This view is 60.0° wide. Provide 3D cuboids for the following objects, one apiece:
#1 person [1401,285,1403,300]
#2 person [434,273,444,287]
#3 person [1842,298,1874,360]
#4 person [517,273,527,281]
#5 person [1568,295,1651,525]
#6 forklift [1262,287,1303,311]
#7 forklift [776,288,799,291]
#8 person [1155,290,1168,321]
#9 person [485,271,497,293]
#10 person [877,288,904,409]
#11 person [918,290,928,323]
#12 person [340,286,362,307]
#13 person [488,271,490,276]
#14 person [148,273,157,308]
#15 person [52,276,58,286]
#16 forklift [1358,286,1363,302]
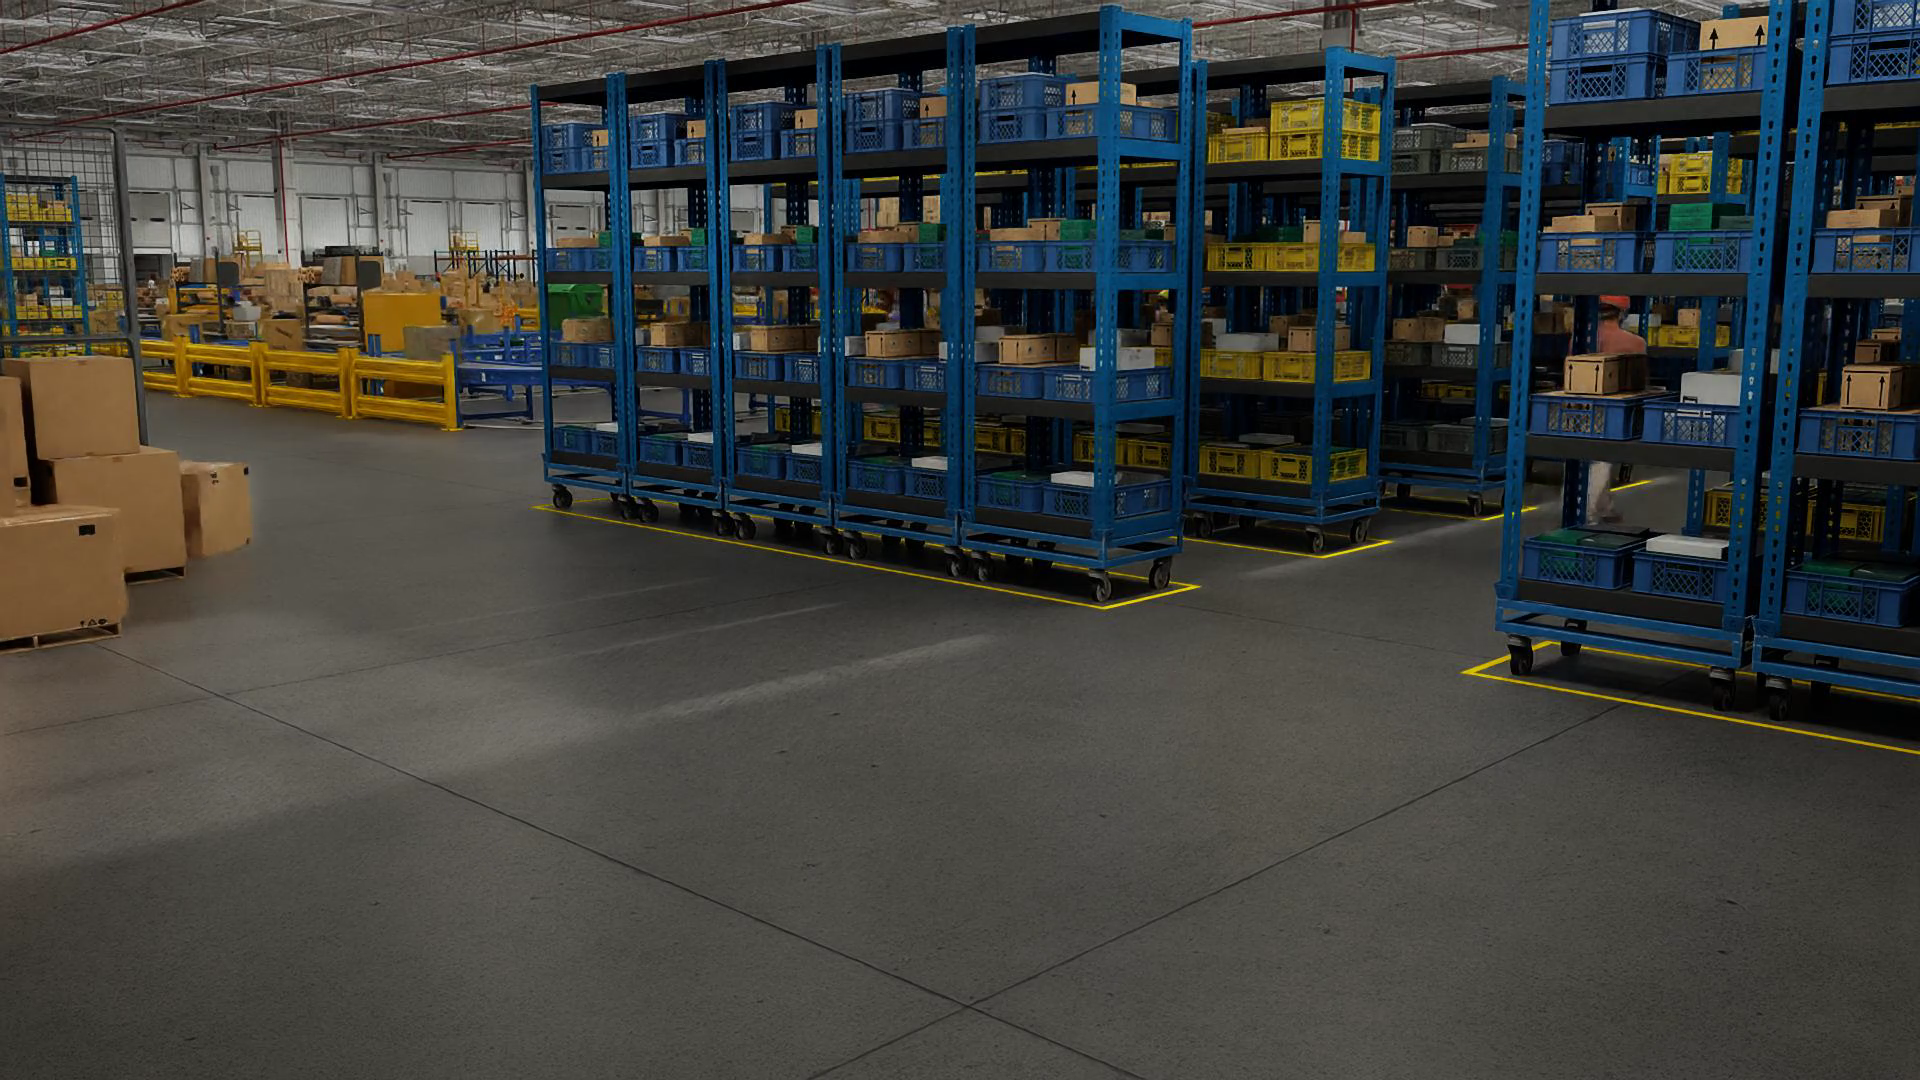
[{"bbox_3d":[7.884,-3.628,29.451,0.546,1.809,0.596,-9,13,-44],"label":"person"},{"bbox_3d":[-19.442,-9.031,62.291,0.600,1.930,0.550,-8,12,-39],"label":"person"},{"bbox_3d":[9.860,-1.912,18.308,0.463,2.020,0.603,6,11,34],"label":"person"},{"bbox_3d":[-21.427,-12.127,81.392,0.538,1.869,0.313,-4,10,-25],"label":"person"},{"bbox_3d":[5.052,-1.006,12.999,0.641,1.945,1.038,9,13,44],"label":"person"},{"bbox_3d":[10.769,-8.203,54.240,1.129,2.768,1.873,8,12,42],"label":"forklift"},{"bbox_3d":[-8.139,-12.015,77.611,1.873,2.768,1.129,9,13,43],"label":"forklift"},{"bbox_3d":[3.047,-2.848,24.841,0.524,1.760,0.326,6,11,32],"label":"person"},{"bbox_3d":[-23.922,-12.804,85.018,0.708,2.000,0.566,6,11,31],"label":"person"},{"bbox_3d":[-0.818,-2.232,20.829,0.660,1.830,0.575,-7,12,-38],"label":"person"},{"bbox_3d":[-1.027,-5.630,41.718,0.403,1.818,0.601,-4,10,-23],"label":"person"},{"bbox_3d":[-17.870,-6.863,48.866,0.633,1.953,0.888,-2,9,-10],"label":"person"},{"bbox_3d":[-25.805,-13.831,91.625,0.355,1.937,0.634,-4,10,-22],"label":"person"},{"bbox_3d":[-34.578,-10.488,71.286,0.355,1.887,0.573,-6,11,-32],"label":"person"},{"bbox_3d":[-43.236,-11.812,79.513,0.472,1.852,0.542,-4,10,-25],"label":"person"},{"bbox_3d":[11.100,-7.017,46.970,1.873,2.768,1.129,9,13,43],"label":"forklift"}]
